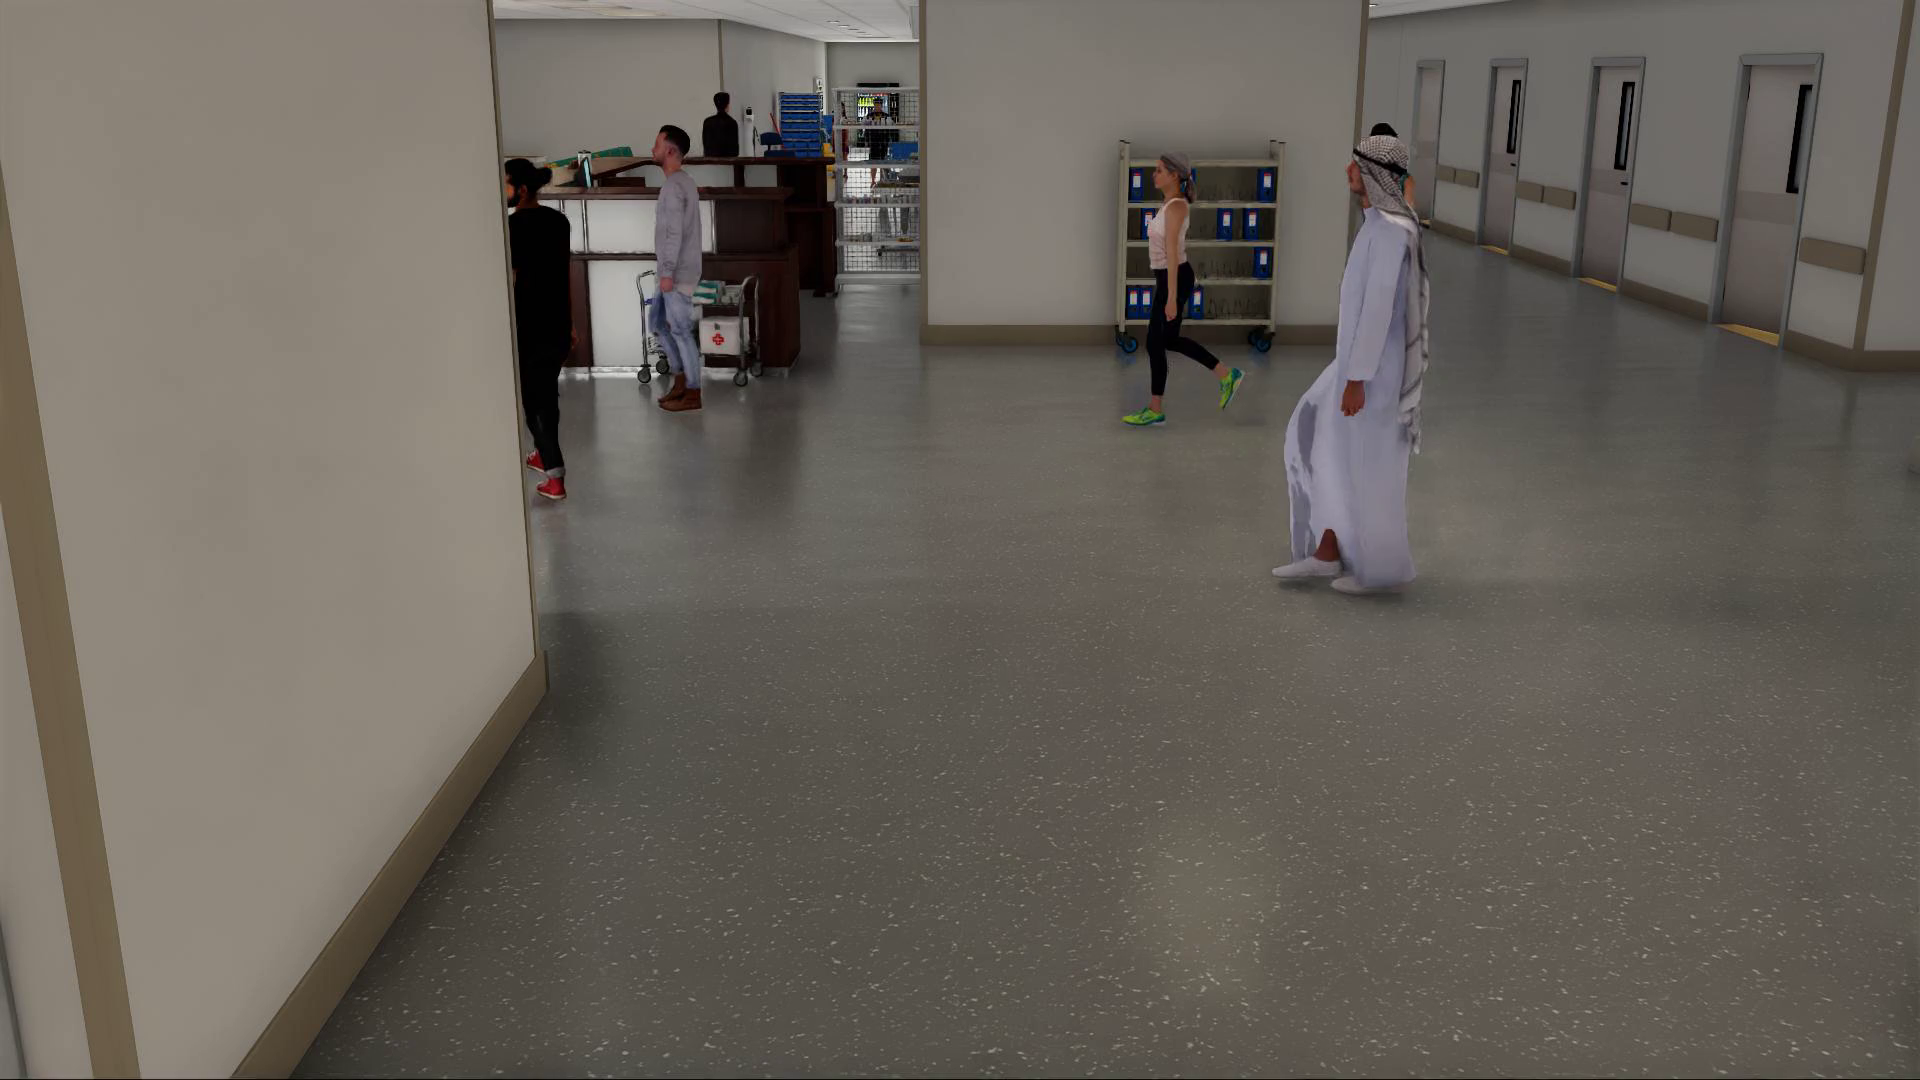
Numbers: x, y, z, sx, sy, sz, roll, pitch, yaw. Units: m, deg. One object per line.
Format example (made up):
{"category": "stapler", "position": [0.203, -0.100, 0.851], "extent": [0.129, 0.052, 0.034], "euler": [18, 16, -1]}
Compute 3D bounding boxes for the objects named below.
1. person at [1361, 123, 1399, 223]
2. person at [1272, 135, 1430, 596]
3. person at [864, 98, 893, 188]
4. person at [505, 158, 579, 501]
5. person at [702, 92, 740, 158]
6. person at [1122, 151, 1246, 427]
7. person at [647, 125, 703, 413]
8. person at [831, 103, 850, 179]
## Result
{"category": "person", "position": [4.668, -3.828, 18.564], "extent": [0.640, 1.616, 0.741], "euler": [-6, 17, -19]}
{"category": "person", "position": [1.788, -0.685, 6.872], "extent": [0.852, 1.911, 0.754], "euler": [1, 16, 5]}
{"category": "person", "position": [-1.542, -7.516, 31.548], "extent": [0.588, 1.671, 0.772], "euler": [2, 16, 6]}
{"category": "person", "position": [-2.139, -1.033, 8.489], "extent": [1.094, 1.705, 0.963], "euler": [12, 20, 36]}
{"category": "person", "position": [-2.967, -4.476, 20.380], "extent": [1.224, 1.878, 1.052], "euler": [6, 17, 19]}
{"category": "person", "position": [1.407, -1.532, 10.301], "extent": [0.988, 1.682, 0.619], "euler": [0, 16, 2]}
{"category": "person", "position": [-1.748, -1.743, 10.767], "extent": [0.642, 1.834, 0.723], "euler": [-2, 16, -6]}
{"category": "person", "position": [-2.496, -8.352, 34.732], "extent": [0.606, 1.551, 0.664], "euler": [4, 16, 14]}
